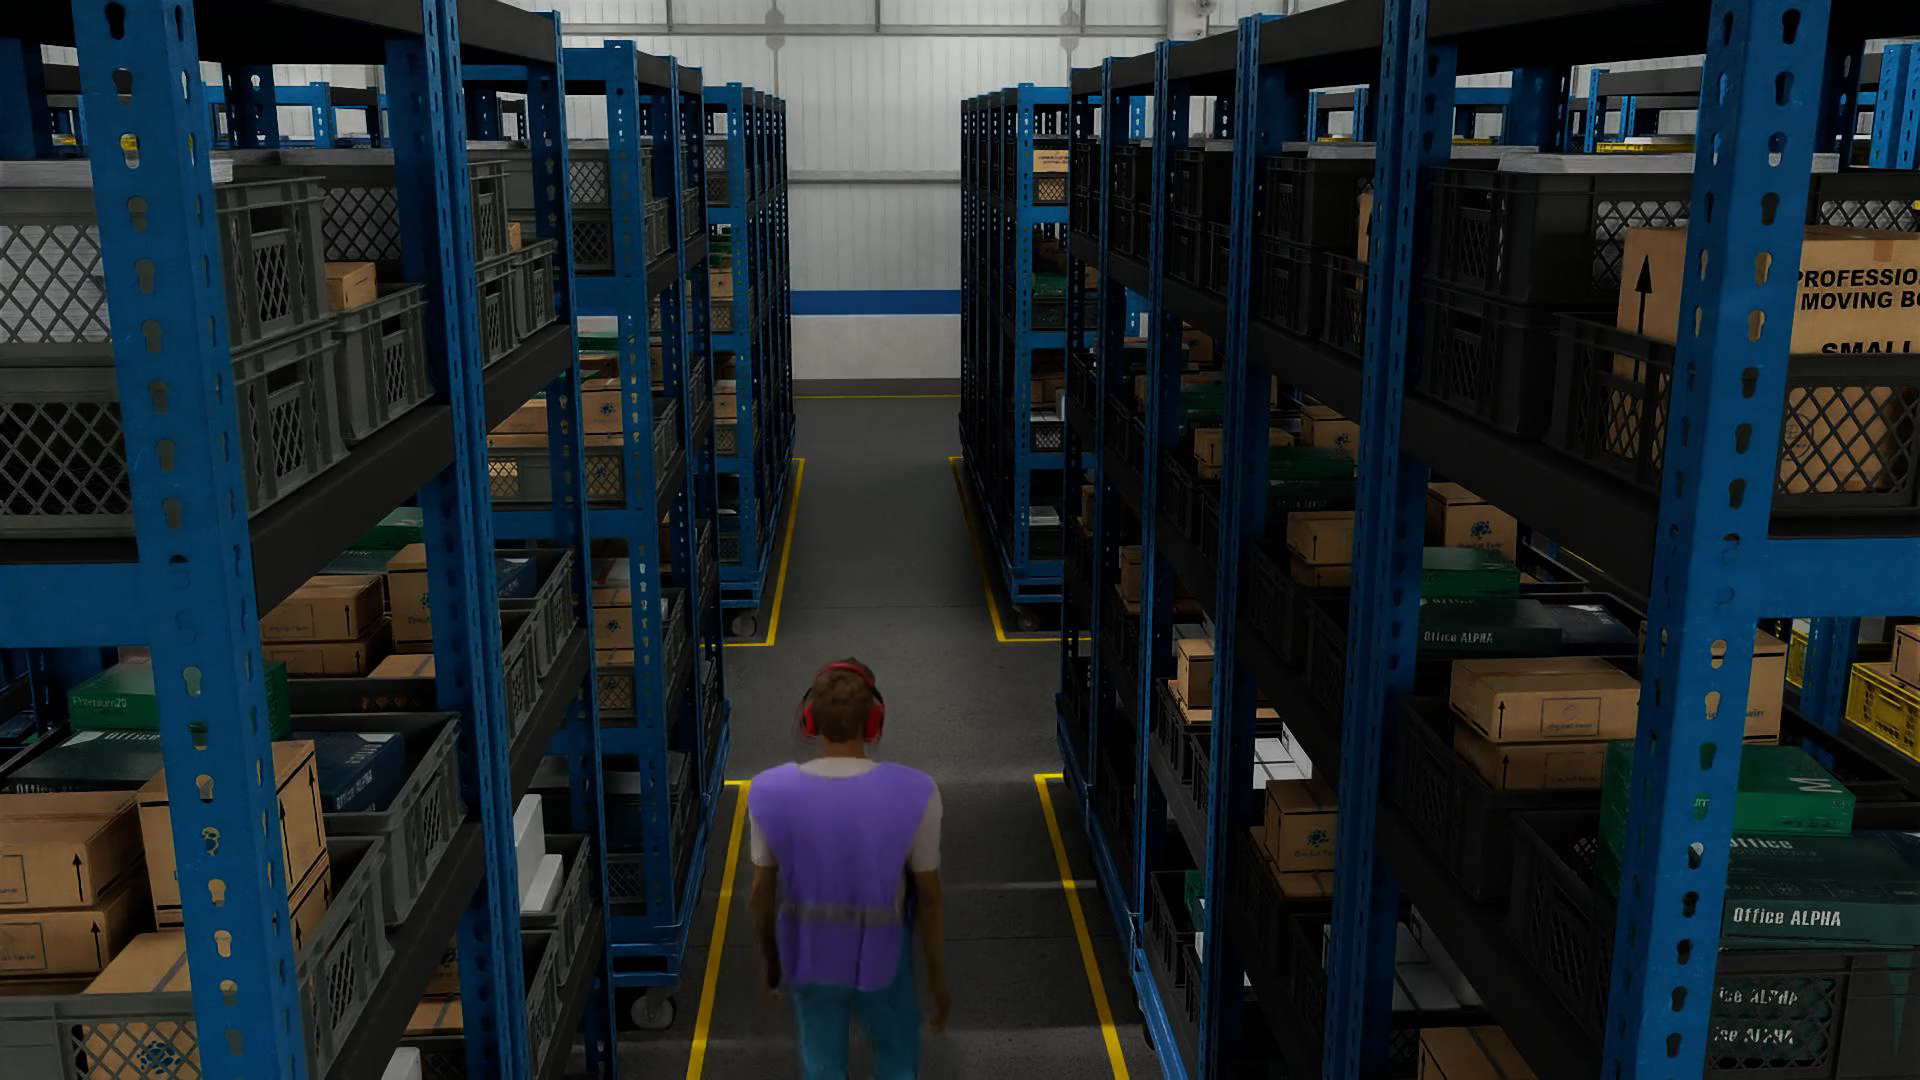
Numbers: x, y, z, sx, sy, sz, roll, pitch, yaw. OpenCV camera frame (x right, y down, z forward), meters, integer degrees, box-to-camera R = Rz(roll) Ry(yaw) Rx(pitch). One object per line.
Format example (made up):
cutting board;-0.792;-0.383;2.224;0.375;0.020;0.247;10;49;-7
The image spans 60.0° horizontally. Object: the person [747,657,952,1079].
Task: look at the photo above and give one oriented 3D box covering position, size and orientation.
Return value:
person;-0.321;1.243;4.936;0.605;1.828;0.490;1;14;6
